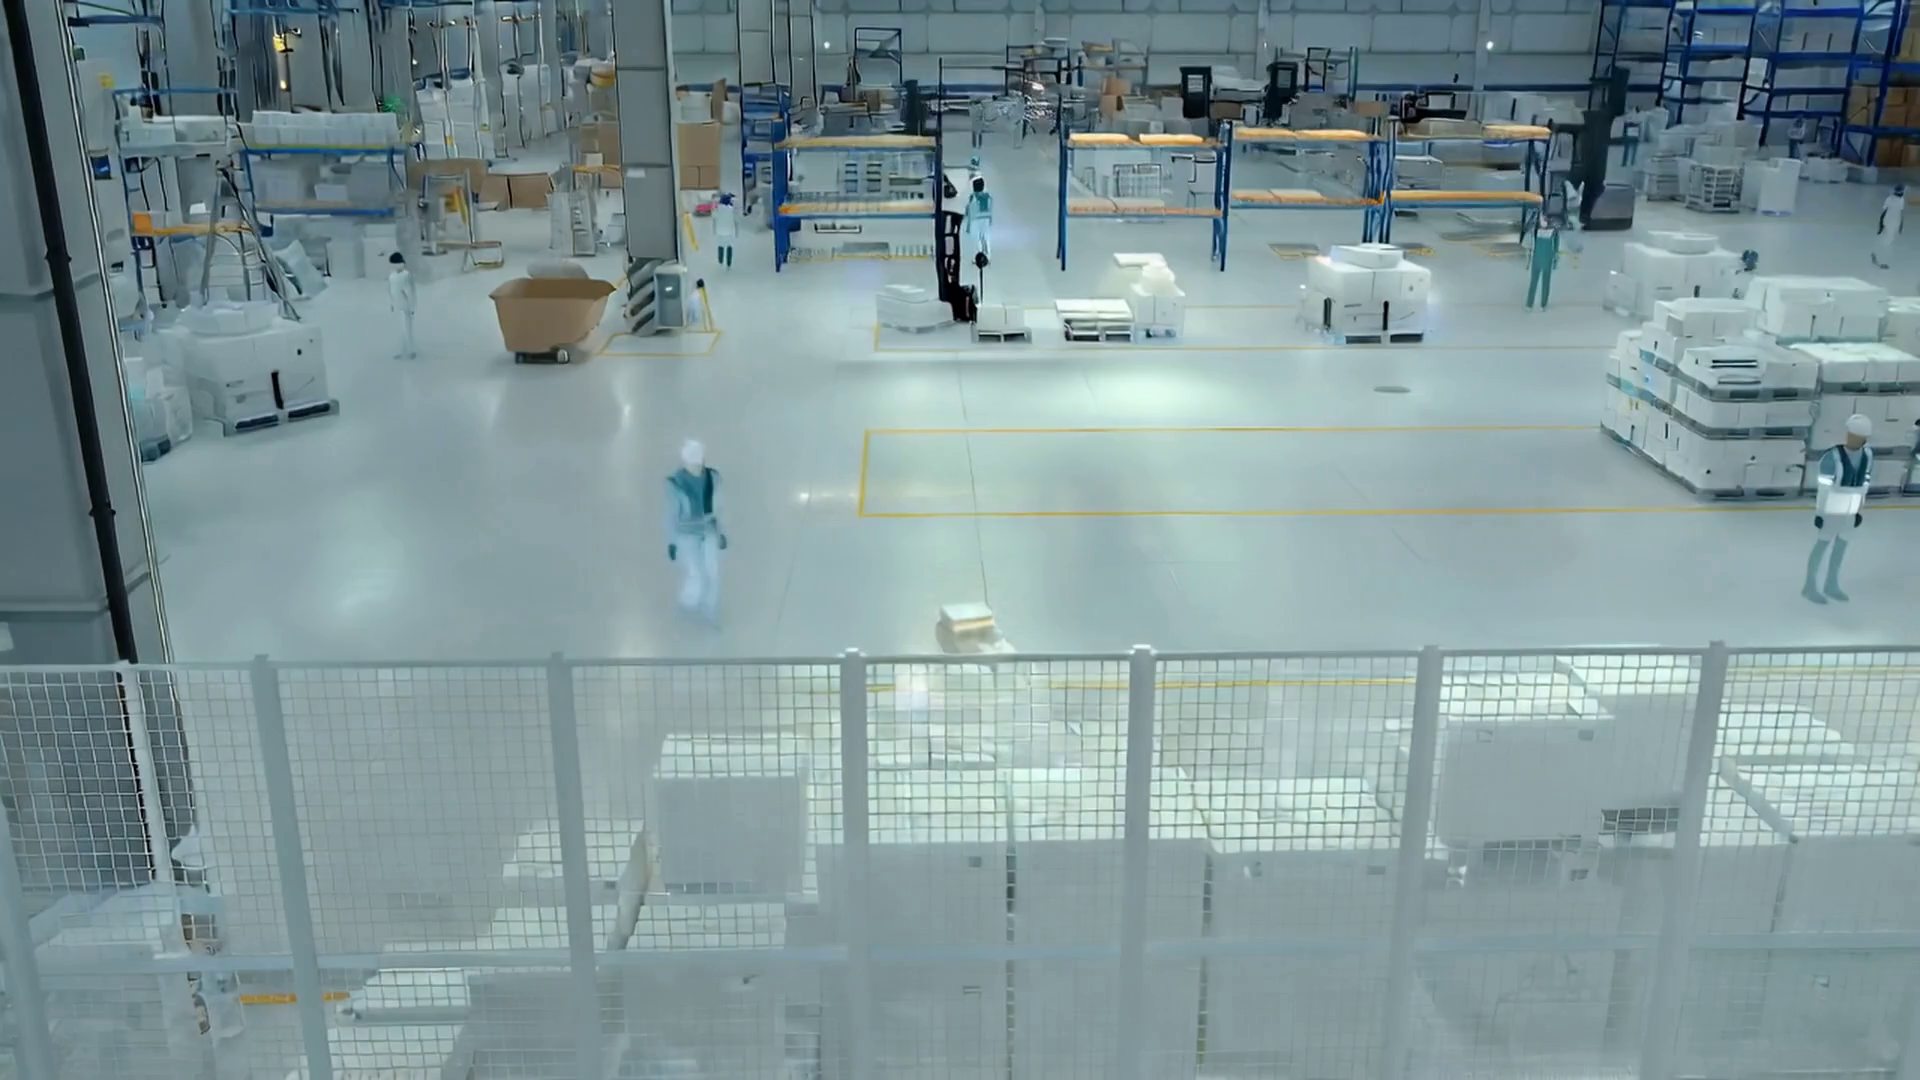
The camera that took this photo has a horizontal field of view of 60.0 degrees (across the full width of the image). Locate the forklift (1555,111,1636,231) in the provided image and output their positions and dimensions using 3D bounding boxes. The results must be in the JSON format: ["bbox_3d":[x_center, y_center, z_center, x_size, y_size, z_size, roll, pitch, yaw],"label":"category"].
[{"bbox_3d":[15.470,-9.016,40.617,1.873,2.768,1.129,-1,19,-2],"label":"forklift"}]

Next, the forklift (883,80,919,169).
[{"bbox_3d":[-1.527,-13.236,53.138,1.873,2.768,1.129,-1,19,-1],"label":"forklift"}]

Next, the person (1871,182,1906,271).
[{"bbox_3d":[19.662,-6.636,35.131,0.548,1.856,0.437,-6,19,-16],"label":"person"}]

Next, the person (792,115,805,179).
[{"bbox_3d":[-5.028,-12.104,51.229,0.360,1.939,0.543,-11,22,-31],"label":"person"}]

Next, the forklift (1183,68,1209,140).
[{"bbox_3d":[8.563,-15.807,60.765,1.129,2.768,1.873,4,19,13],"label":"forklift"}]

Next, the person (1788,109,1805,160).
[{"bbox_3d":[27.517,-13.271,54.851,0.623,1.839,0.429,-14,23,-36],"label":"person"}]

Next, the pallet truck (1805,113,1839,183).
[{"bbox_3d":[26.403,-11.957,50.702,0.823,1.965,1.885,6,19,16],"label":"pallet truck"}]

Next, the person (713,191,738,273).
[{"bbox_3d":[-4.914,-6.475,34.936,0.535,1.674,0.597,-3,19,-9],"label":"person"}]

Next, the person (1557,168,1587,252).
[{"bbox_3d":[13.807,-7.411,37.420,0.602,1.860,0.996,-5,19,-14],"label":"person"}]

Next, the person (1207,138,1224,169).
[{"bbox_3d":[7.233,-10.592,47.251,0.522,1.610,0.763,1,19,2],"label":"person"}]

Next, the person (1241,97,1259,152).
[{"bbox_3d":[10.290,-14.764,59.119,0.627,1.941,0.370,2,19,7],"label":"person"}]

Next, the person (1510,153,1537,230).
[{"bbox_3d":[13.942,-8.551,40.806,0.791,1.856,0.604,-1,19,-4],"label":"person"}]

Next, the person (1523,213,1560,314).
[{"bbox_3d":[10.699,-5.090,30.574,0.505,1.840,0.346,11,22,30],"label":"person"}]

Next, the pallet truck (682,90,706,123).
[{"bbox_3d":[-9.671,-15.907,62.421,0.823,1.965,1.885,5,19,15],"label":"pallet truck"}]

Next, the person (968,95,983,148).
[{"bbox_3d":[0.587,-15.240,60.567,0.558,1.922,0.535,10,21,26],"label":"person"}]

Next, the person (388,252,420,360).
[{"bbox_3d":[-8.984,-3.761,26.780,0.491,1.743,0.324,7,20,19],"label":"person"}]

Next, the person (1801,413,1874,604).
[{"bbox_3d":[8.617,-0.305,16.254,0.540,1.929,0.388,-3,19,-9],"label":"person"}]

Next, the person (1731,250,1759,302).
[{"bbox_3d":[12.329,-3.673,26.341,0.477,1.857,0.547,17,25,42],"label":"person"}]

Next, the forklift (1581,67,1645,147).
[{"bbox_3d":[24.185,-15.962,61.225,1.873,2.768,1.129,17,25,41],"label":"forklift"}]

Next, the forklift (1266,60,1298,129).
[{"bbox_3d":[13.000,-17.817,66.726,1.129,2.768,1.873,8,20,22],"label":"forklift"}]

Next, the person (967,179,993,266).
[{"bbox_3d":[0.418,-6.825,35.727,0.633,1.839,0.429,-15,24,-38],"label":"person"}]

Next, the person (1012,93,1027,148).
[{"bbox_3d":[2.175,-15.325,60.790,0.629,1.937,0.376,-10,21,-27],"label":"person"}]

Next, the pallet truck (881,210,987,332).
[{"bbox_3d":[-0.493,-4.759,29.349,1.885,1.965,0.823,-13,23,-34],"label":"pallet truck"}]

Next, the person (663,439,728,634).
[{"bbox_3d":[-2.426,-0.028,15.438,0.653,1.916,0.442,-15,24,-38],"label":"person"}]

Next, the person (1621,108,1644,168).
[{"bbox_3d":[21.933,-13.098,54.231,0.594,1.910,0.384,11,22,30],"label":"person"}]

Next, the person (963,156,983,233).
[{"bbox_3d":[0.323,-8.305,40.044,0.611,1.880,0.525,15,24,37],"label":"person"}]
